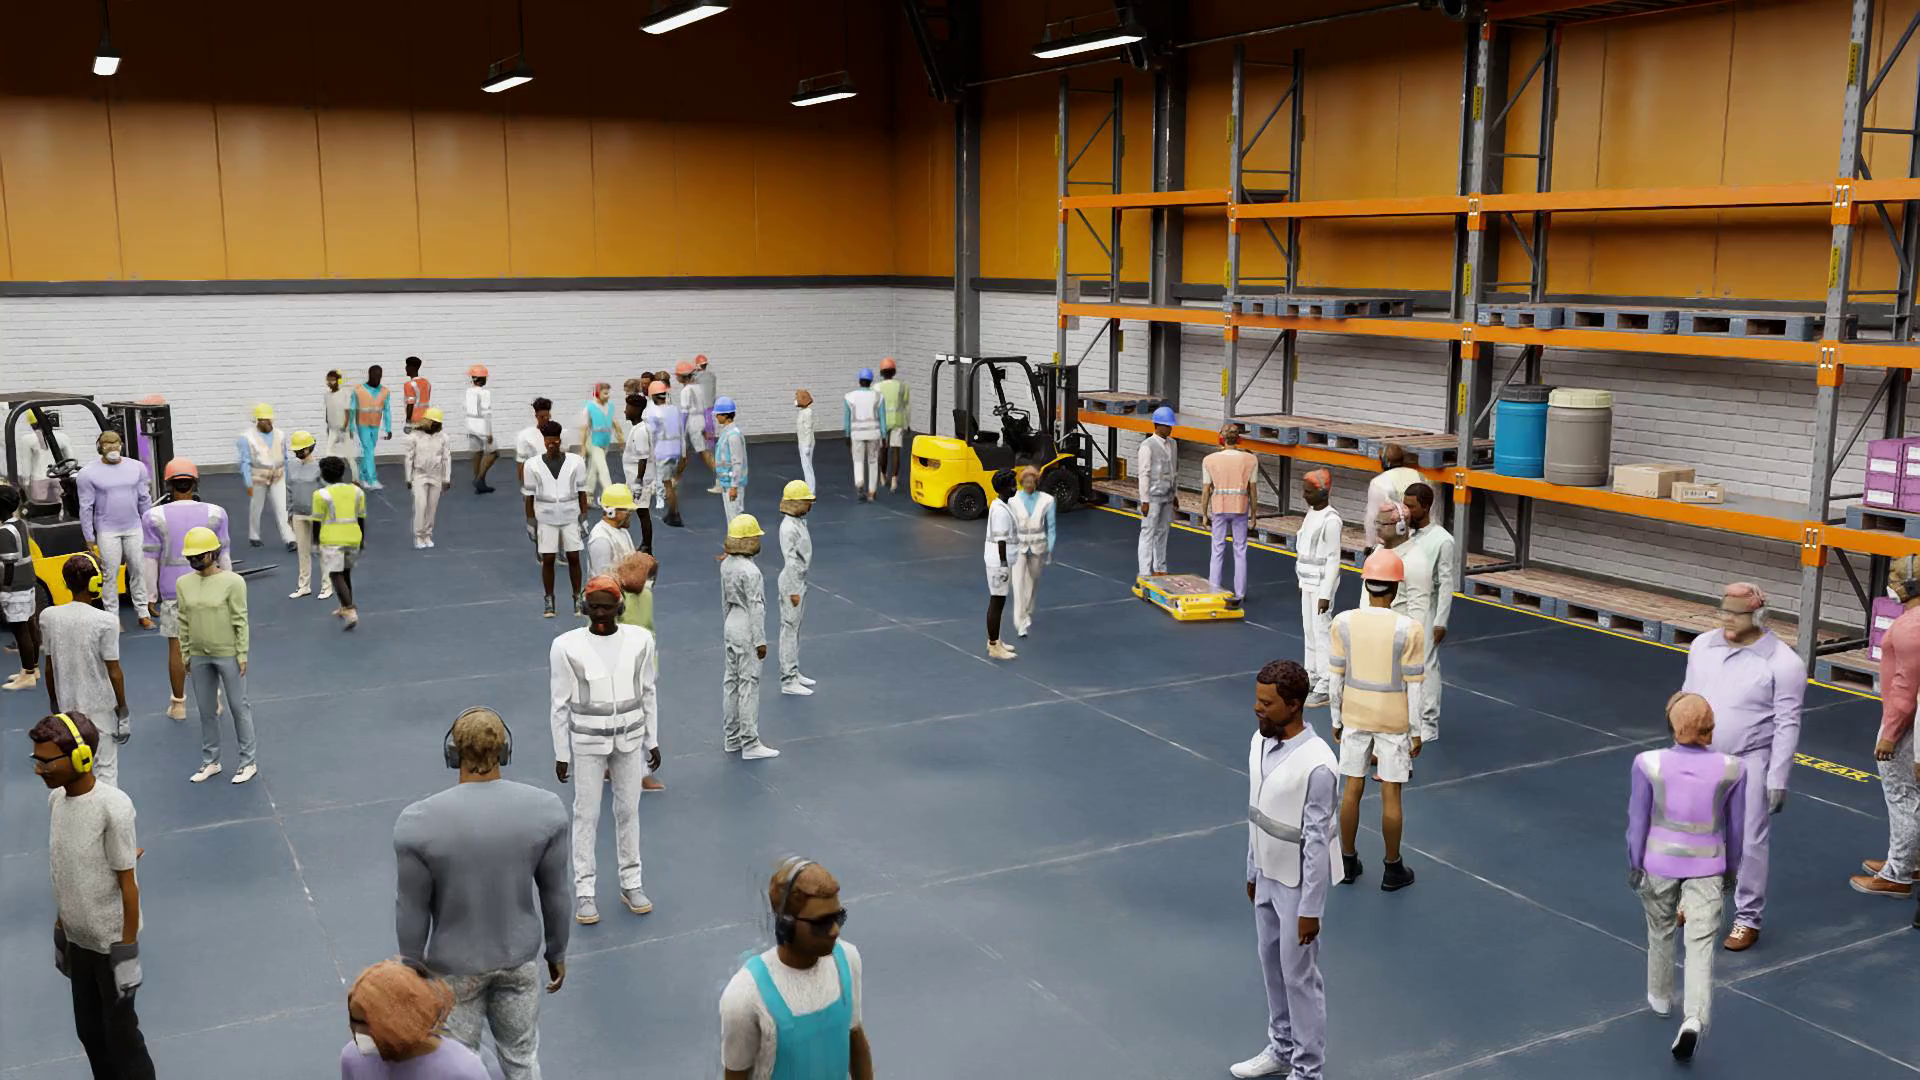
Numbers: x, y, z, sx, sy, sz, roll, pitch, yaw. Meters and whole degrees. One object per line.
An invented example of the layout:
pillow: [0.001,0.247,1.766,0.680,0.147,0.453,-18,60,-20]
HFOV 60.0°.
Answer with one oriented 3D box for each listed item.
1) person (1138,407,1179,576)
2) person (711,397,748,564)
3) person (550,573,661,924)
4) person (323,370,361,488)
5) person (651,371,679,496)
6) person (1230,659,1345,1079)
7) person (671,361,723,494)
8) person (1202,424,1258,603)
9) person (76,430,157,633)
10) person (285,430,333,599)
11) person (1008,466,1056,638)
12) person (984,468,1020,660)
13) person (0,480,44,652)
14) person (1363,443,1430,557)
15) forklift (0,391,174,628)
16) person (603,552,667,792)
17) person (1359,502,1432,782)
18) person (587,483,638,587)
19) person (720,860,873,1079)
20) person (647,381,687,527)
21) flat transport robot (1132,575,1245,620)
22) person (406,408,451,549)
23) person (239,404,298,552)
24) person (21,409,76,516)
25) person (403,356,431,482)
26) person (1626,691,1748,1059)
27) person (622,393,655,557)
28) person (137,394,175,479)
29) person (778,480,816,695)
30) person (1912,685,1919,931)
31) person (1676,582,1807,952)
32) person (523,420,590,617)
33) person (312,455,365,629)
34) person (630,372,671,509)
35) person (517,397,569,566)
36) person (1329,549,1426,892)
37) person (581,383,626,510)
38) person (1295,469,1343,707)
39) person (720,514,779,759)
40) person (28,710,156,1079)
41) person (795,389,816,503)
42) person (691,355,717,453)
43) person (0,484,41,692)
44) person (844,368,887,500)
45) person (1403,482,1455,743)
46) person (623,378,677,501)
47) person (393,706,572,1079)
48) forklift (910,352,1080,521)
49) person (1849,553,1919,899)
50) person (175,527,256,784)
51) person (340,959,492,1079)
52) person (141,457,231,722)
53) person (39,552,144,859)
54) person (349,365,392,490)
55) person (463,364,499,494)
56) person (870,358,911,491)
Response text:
person: [2.137,-0.462,17.820,0.412,1.941,0.609,8,13,40]
person: [-2.612,-0.659,18.937,0.402,1.944,0.605,-3,10,-16]
person: [-1.896,1.107,8.941,0.586,1.882,0.343,-5,11,-28]
person: [-9.328,-1.613,24.832,0.500,1.826,0.944,3,10,16]
person: [-4.373,-1.563,24.436,0.429,1.841,0.634,-6,11,-30]
person: [1.389,1.433,7.006,0.392,1.911,0.584,-3,10,-18]
person: [-3.946,-1.652,24.581,1.119,1.981,0.620,1,10,5]
person: [2.744,-0.260,16.959,0.560,1.836,0.394,1,10,6]
person: [-7.923,-0.077,15.648,0.384,1.928,0.634,10,14,44]
person: [-6.725,-0.258,17.165,0.524,1.760,0.327,2,10,13]
person: [0.634,0.092,15.615,0.519,1.587,0.861,-1,10,-6]
person: [0.372,0.202,14.686,0.318,1.695,0.539,0,10,0]
person: [-8.668,0.088,14.686,0.949,1.921,0.636,-4,11,-22]
person: [4.044,0.017,15.415,0.641,1.818,0.462,-5,11,-27]
forklift: [-9.026,-0.363,16.508,1.214,2.155,2.313,6,11,29]
person: [-2.162,0.875,11.095,0.726,1.590,0.552,4,11,21]
person: [2.915,0.681,11.332,0.409,1.905,0.652,-2,10,-13]
person: [-2.650,0.468,12.811,0.403,1.821,0.600,1,10,3]
person: [-0.531,1.816,5.129,0.971,1.804,0.533,9,13,41]
person: [-3.880,-1.121,21.690,0.642,1.904,0.567,7,12,37]
flat transport robot: [2.281,0.556,16.753,0.652,0.197,1.431,-2,10,-14]
person: [-6.408,-0.743,20.092,0.514,1.706,0.553,-6,11,-30]
person: [-8.286,-0.742,19.883,0.949,1.780,0.618,9,13,42]
person: [-10.841,-0.719,19.876,0.381,1.749,0.655,10,14,44]
person: [-8.461,-1.881,25.904,0.367,1.966,0.607,2,10,12]
person: [3.279,1.496,7.520,0.508,1.607,0.776,3,10,18]
person: [-3.704,-0.712,19.177,0.368,1.966,0.602,-2,10,-11]
person: [-9.400,-0.741,19.477,0.565,1.920,0.462,5,11,27]
person: [-1.323,0.377,13.549,0.304,1.745,0.483,0,10,2]
person: [5.269,1.135,8.650,0.389,1.929,0.554,-8,13,-40]
person: [3.980,1.158,8.605,0.400,1.904,0.663,-6,12,-32]
person: [-3.955,-0.206,16.319,0.615,1.951,0.388,-3,10,-16]
person: [-5.920,0.010,15.938,0.822,1.664,0.548,8,12,38]
person: [-4.318,-1.396,23.251,0.590,1.920,0.398,2,10,10]
person: [-4.659,-0.643,18.853,0.650,1.930,0.838,-6,11,-31]
person: [2.349,1.008,9.365,0.542,1.936,0.364,6,11,31]
person: [-4.880,-1.268,22.877,0.968,1.782,0.604,5,11,26]
person: [2.818,0.372,13.164,0.356,1.887,0.574,-1,10,-8]
person: [-1.514,0.679,11.811,0.294,1.744,0.487,-7,12,-35]
person: [-3.339,1.564,6.411,0.525,1.854,0.342,6,12,32]
person: [-2.212,-1.337,23.763,0.278,1.627,0.505,-3,10,-16]
person: [-4.582,-2.425,29.644,0.321,1.754,0.563,8,12,37]
person: [-7.756,0.386,13.629,0.319,1.697,0.533,-3,10,-18]
person: [-1.349,-1.495,23.810,0.630,1.924,0.662,-1,10,-4]
person: [3.371,0.525,12.196,0.372,1.916,0.596,-4,11,-24]
person: [-4.530,-1.430,23.831,0.871,1.800,0.538,-2,10,-9]
person: [-1.757,1.567,6.187,0.636,1.927,0.386,-5,11,-28]
forklift: [0.460,-1.461,22.833,2.313,2.155,1.214,-5,11,-28]
person: [5.260,1.028,9.253,0.373,1.935,0.628,9,13,42]
person: [-5.035,0.776,11.216,0.515,1.760,0.331,2,10,9]
person: [-1.546,1.963,4.865,0.530,1.583,0.873,4,11,23]
person: [-5.913,0.375,12.743,0.613,2.033,0.411,-7,12,-33]
person: [-5.060,0.999,9.664,0.510,1.854,0.324,1,10,7]
person: [-8.870,-1.693,25.103,0.851,1.866,0.628,8,12,38]
person: [-7.068,-1.632,24.589,0.572,1.923,0.402,7,12,34]
person: [-1.055,-1.745,25.107,0.621,1.989,1.097,-1,10,-3]
